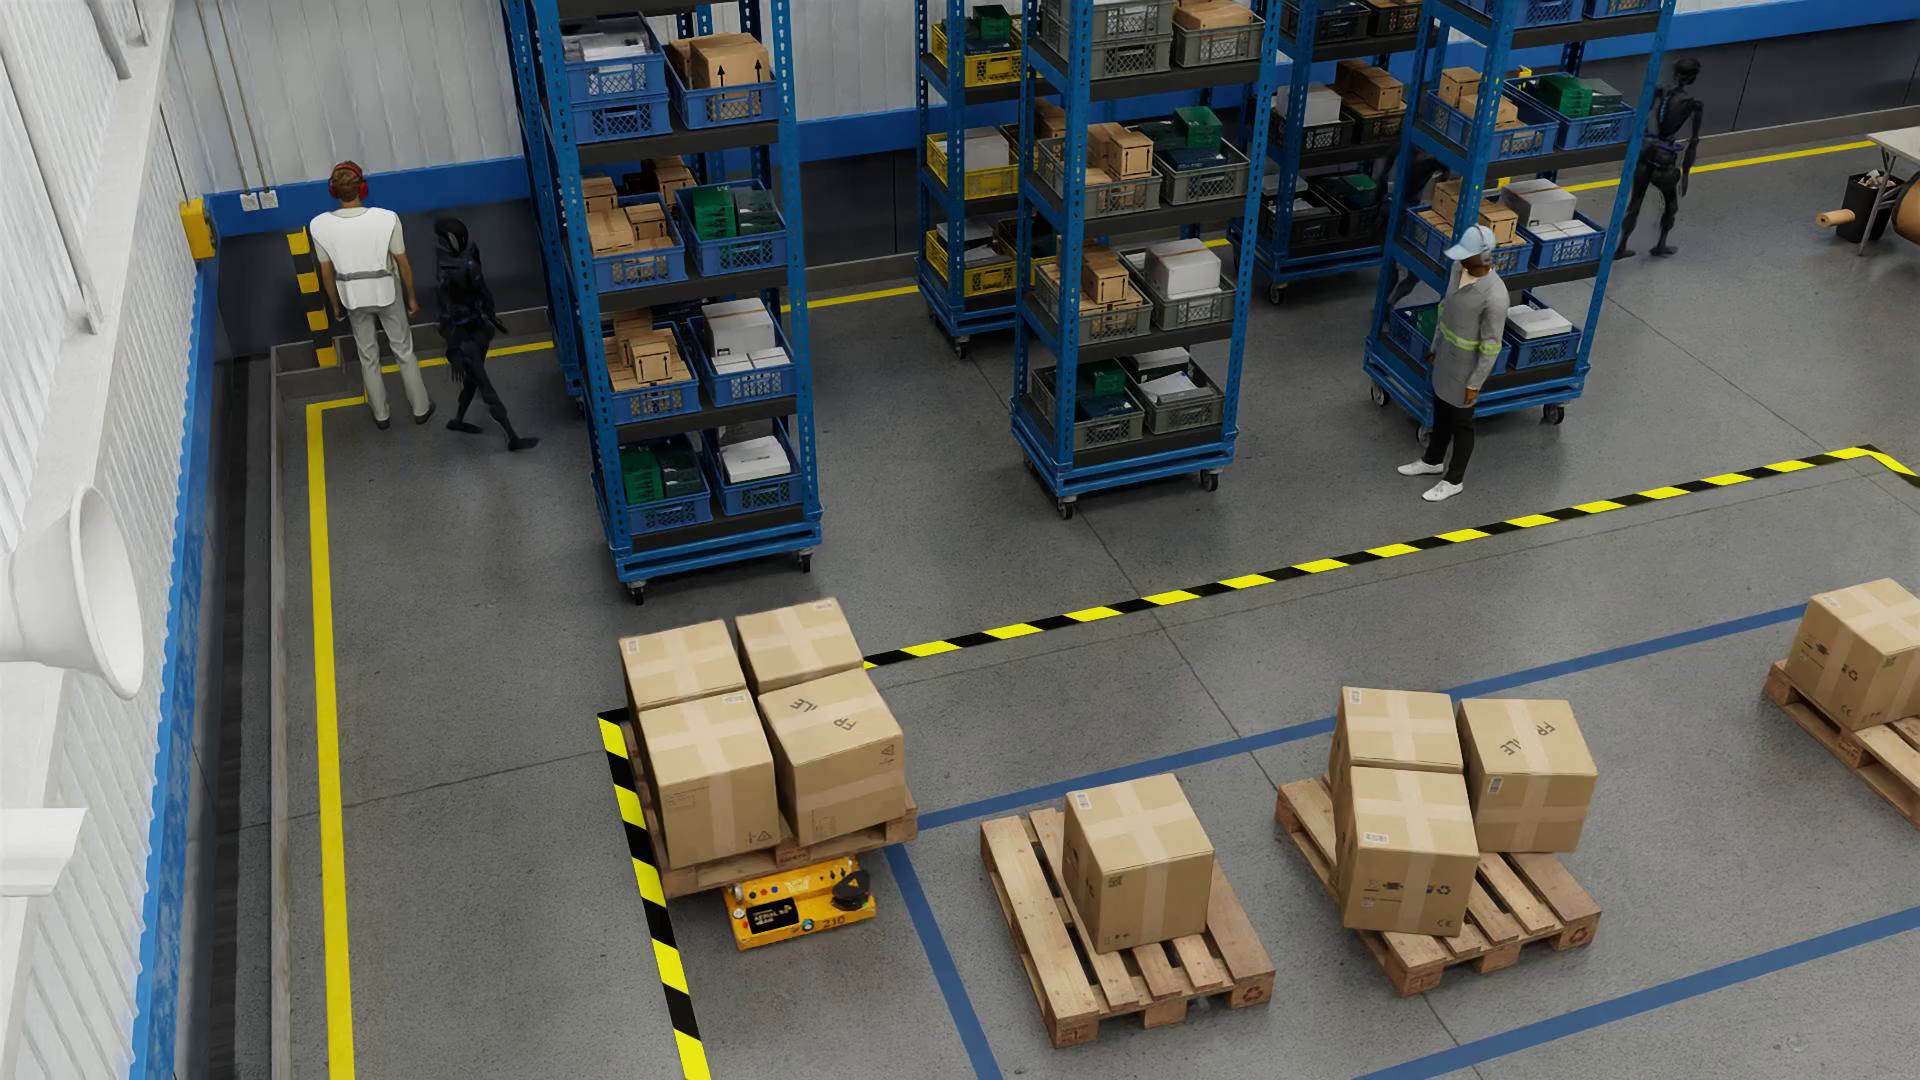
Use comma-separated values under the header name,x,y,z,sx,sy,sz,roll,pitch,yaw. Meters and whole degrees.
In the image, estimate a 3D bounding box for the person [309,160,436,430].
name,x,y,z,sx,sy,sz,roll,pitch,yaw
person,-3.856,-1.568,10.910,0.562,1.846,0.393,-7,36,-9

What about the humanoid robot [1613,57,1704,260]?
name,x,y,z,sx,sy,sz,roll,pitch,yaw
humanoid robot,5.537,-3.005,13.102,0.538,1.643,0.585,-19,39,-25

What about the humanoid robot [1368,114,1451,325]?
name,x,y,z,sx,sy,sz,roll,pitch,yaw
humanoid robot,3.203,-2.312,12.117,0.429,1.646,0.608,-29,44,-35

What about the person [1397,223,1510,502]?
name,x,y,z,sx,sy,sz,roll,pitch,yaw
person,3.047,-1.094,10.237,0.397,1.848,0.587,-8,36,-11

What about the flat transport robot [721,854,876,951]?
name,x,y,z,sx,sy,sz,roll,pitch,yaw
flat transport robot,-0.922,1.343,8.127,0.652,0.197,1.431,-11,37,-15

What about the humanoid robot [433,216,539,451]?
name,x,y,z,sx,sy,sz,roll,pitch,yaw
humanoid robot,-3.133,-1.353,10.789,0.756,1.627,0.615,8,36,11
